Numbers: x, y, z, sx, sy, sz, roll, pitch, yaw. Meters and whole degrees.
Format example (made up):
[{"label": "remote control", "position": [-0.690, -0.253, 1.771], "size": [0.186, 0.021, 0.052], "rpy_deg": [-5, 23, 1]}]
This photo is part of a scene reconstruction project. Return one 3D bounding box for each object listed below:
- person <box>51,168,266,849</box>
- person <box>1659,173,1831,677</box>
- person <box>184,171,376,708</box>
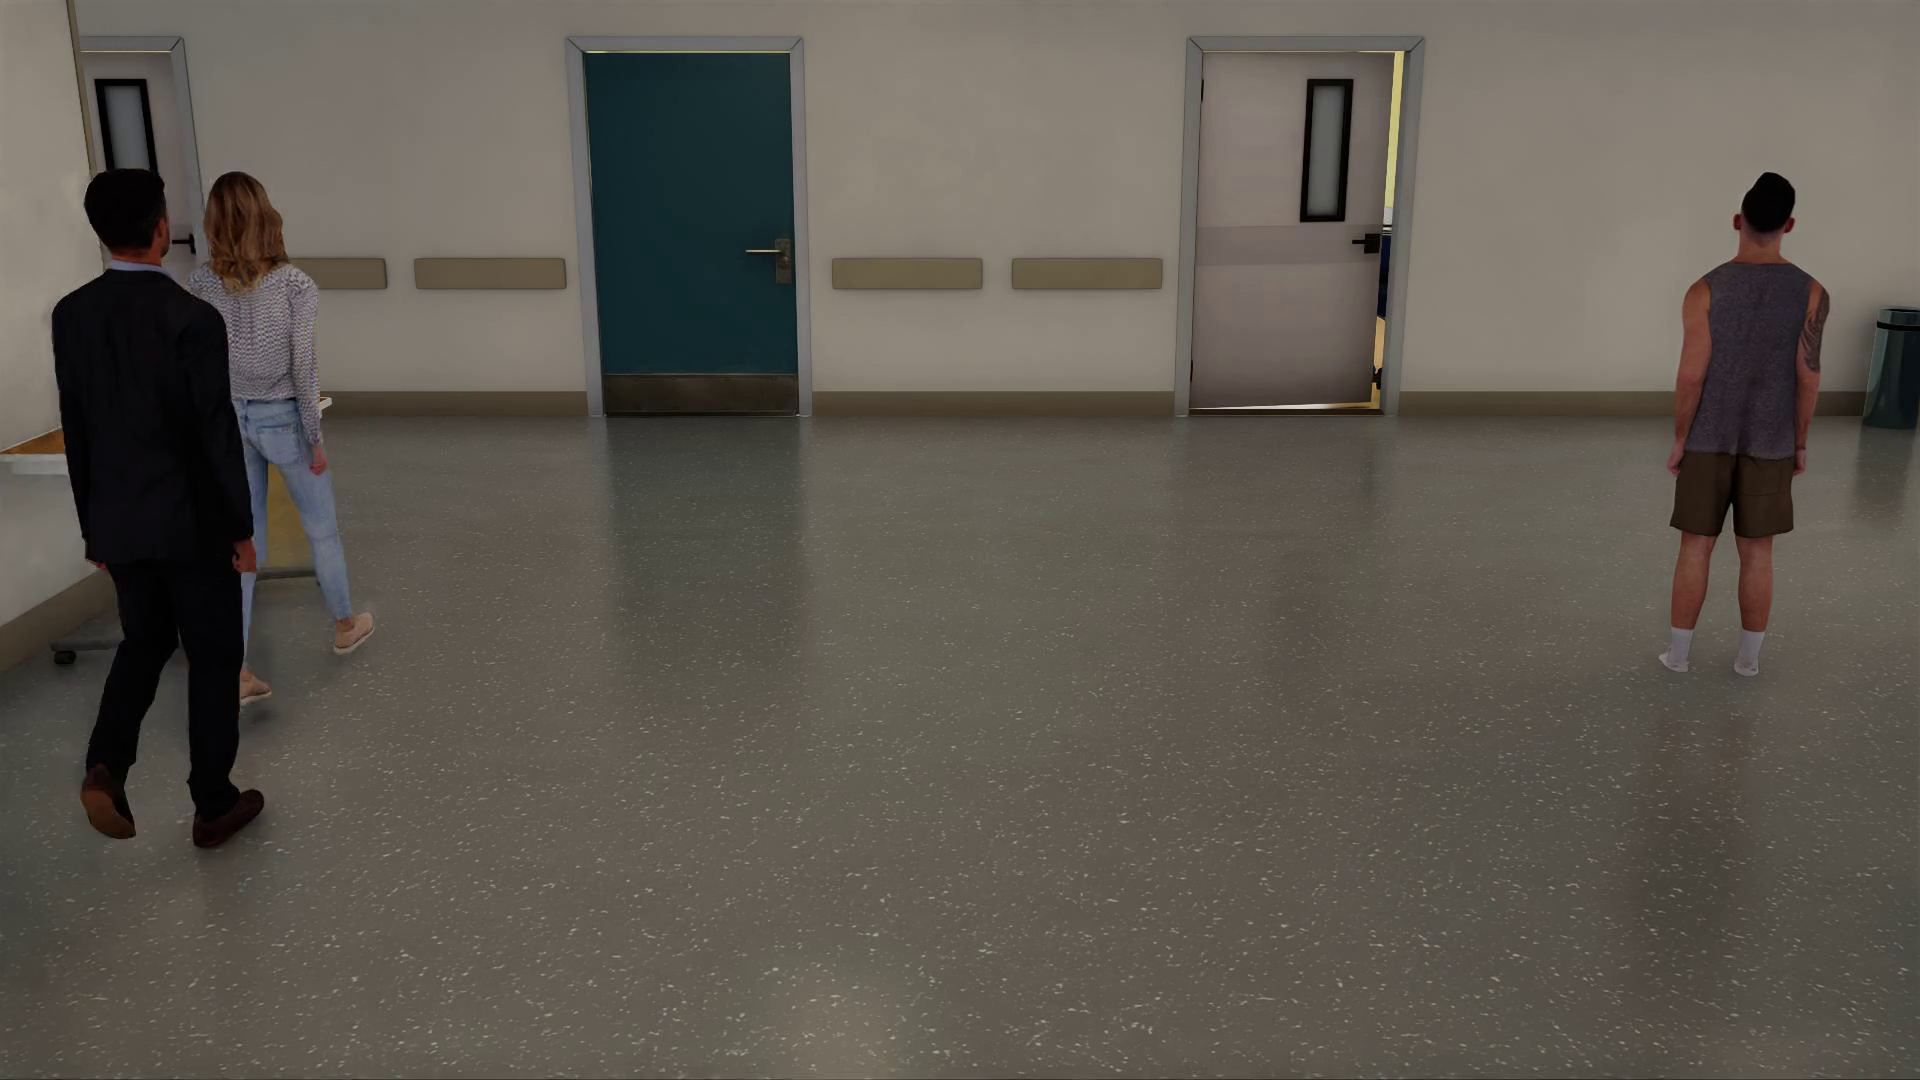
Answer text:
[{"label": "person", "position": [-2.149, -0.023, 4.409], "size": [0.789, 1.858, 0.735], "rpy_deg": [2, 16, 6]}, {"label": "person", "position": [2.745, -0.364, 5.888], "size": [0.578, 1.847, 0.753], "rpy_deg": [4, 16, 13]}, {"label": "person", "position": [-2.360, -0.282, 5.539], "size": [1.114, 1.743, 0.709], "rpy_deg": [1, 16, 3]}]
